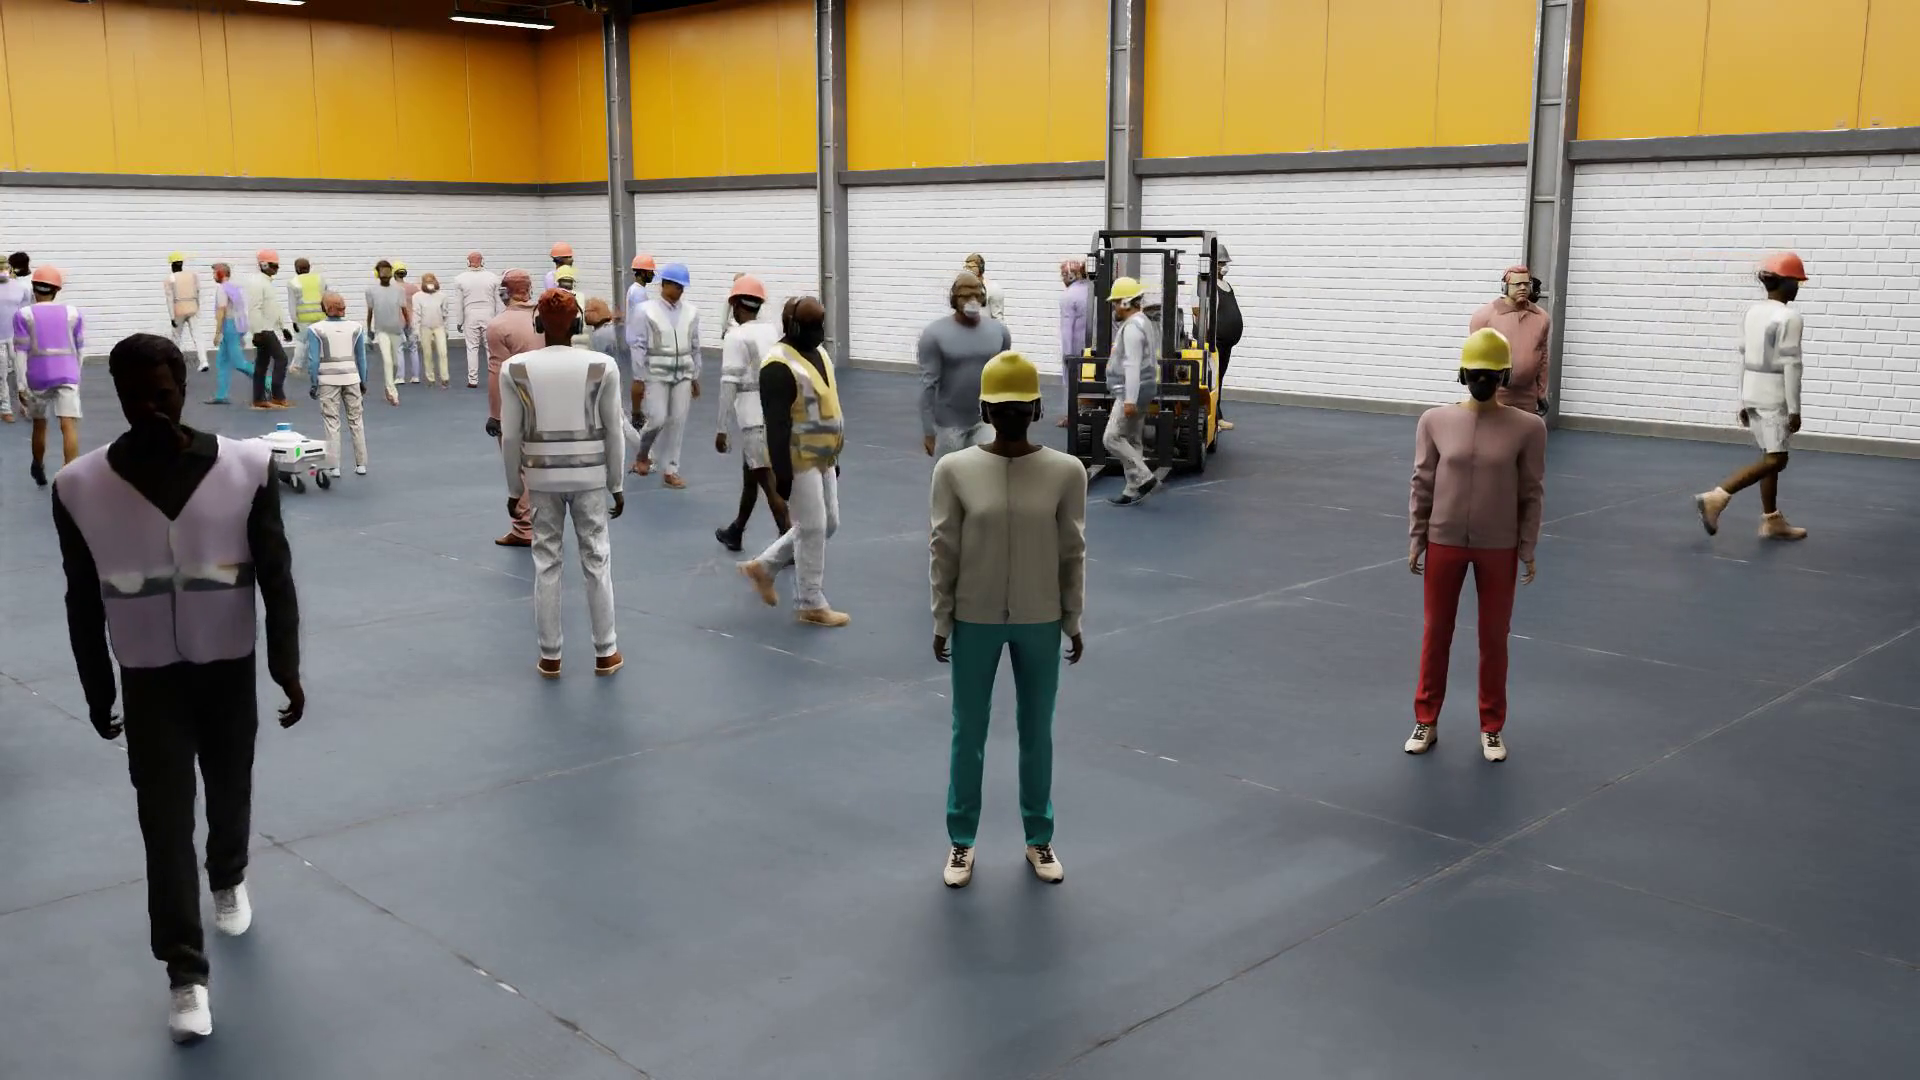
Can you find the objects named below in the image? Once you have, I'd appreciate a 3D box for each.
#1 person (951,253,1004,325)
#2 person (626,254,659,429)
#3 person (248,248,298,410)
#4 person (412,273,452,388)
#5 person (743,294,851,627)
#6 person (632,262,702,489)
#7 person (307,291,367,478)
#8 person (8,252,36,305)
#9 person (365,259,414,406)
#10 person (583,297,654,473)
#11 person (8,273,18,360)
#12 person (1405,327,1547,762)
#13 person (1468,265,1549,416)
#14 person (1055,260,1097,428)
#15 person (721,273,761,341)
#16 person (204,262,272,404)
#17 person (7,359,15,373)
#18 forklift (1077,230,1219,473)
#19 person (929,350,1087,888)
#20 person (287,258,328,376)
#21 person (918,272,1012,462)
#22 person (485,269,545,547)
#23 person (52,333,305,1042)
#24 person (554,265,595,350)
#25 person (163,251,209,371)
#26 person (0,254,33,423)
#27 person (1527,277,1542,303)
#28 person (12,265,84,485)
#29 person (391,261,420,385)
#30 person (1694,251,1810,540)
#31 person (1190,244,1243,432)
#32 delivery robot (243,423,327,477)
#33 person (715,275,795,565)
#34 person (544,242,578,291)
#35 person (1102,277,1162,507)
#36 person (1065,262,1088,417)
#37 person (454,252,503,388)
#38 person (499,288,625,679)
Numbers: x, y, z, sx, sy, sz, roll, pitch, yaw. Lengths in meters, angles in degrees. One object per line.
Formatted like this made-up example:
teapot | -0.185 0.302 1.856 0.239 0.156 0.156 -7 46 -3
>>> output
person | 0.174 -2.107 17.912 0.638 1.938 0.357 7 12 33
person | -3.504 -2.196 18.432 0.392 1.928 0.548 -2 11 -12
person | -8.384 -2.565 20.320 0.694 1.965 0.605 -3 11 -14
person | -7.326 -2.891 23.108 0.505 1.604 0.757 -5 11 -24
person | -0.906 -0.428 9.086 0.581 1.821 0.635 3 11 17
person | -2.514 -1.398 14.127 0.613 1.913 0.605 -7 13 -35
person | -5.493 -1.370 14.707 0.523 1.639 0.306 -9 14 -41
person | -12.101 -2.807 21.798 0.384 1.924 0.707 1 10 7
person | -7.254 -2.635 21.099 0.537 1.832 0.836 -7 12 -33
person | -3.163 -1.368 14.848 0.866 1.588 0.509 -3 11 -17
person | -13.514 -2.983 23.565 0.579 1.614 0.504 -3 11 -17
person | 2.088 0.022 6.774 0.522 1.768 0.313 4 11 20
person | 4.148 -1.108 12.551 0.636 1.911 0.405 -2 11 -9
person | 1.355 -2.130 18.227 0.722 1.870 0.677 9 14 42
person | -2.994 -2.812 22.623 0.526 1.623 0.541 -5 12 -27
person | -9.146 -2.615 21.053 0.850 1.803 0.596 -2 11 -13
person | -14.889 -3.415 25.928 0.417 1.648 0.523 4 11 19
forklift | 1.804 -1.825 15.677 1.214 2.155 2.313 2 11 13
person | 0.158 0.264 5.456 0.522 1.768 0.311 -1 10 -6
person | -9.801 -3.324 24.980 0.632 1.786 1.006 -9 14 -41
person | 0.077 -0.686 10.272 0.646 1.897 0.928 -4 11 -19
person | -3.020 -0.909 11.472 0.403 1.904 0.651 7 12 32
person | -2.203 0.345 4.733 0.591 1.878 0.993 -6 12 -28
person | -4.234 -2.037 17.871 0.678 1.806 0.423 -9 14 -42
person | -12.188 -3.582 26.116 0.948 1.886 0.596 9 14 41
person | -10.798 -2.260 18.819 0.639 1.916 0.614 -9 14 -41
person | 5.967 -1.929 17.620 0.318 1.691 0.532 4 11 19
person | -7.623 -1.346 13.935 0.555 1.866 1.038 -8 13 -39
person | -8.012 -3.113 23.870 0.310 1.768 0.533 9 14 40
person | 5.540 -0.975 11.502 0.814 2.023 0.622 0 10 -3
person | 2.819 -2.203 18.155 0.537 2.000 0.682 6 12 31
delivery robot | -5.675 -0.741 13.984 0.707 0.478 0.477 5 12 28
person | -1.371 -0.785 10.940 0.921 1.873 0.615 5 12 27
person | -4.958 -2.705 20.884 0.373 2.043 0.615 2 11 9
person | 1.323 -1.134 12.954 0.422 1.811 0.608 2 11 12
person | 1.509 -2.241 18.915 0.718 1.842 0.500 -1 10 -5
person | -6.741 -3.081 23.328 0.639 1.903 0.409 -4 11 -19
person | -1.902 -0.265 8.022 0.575 1.882 0.361 -2 11 -9
